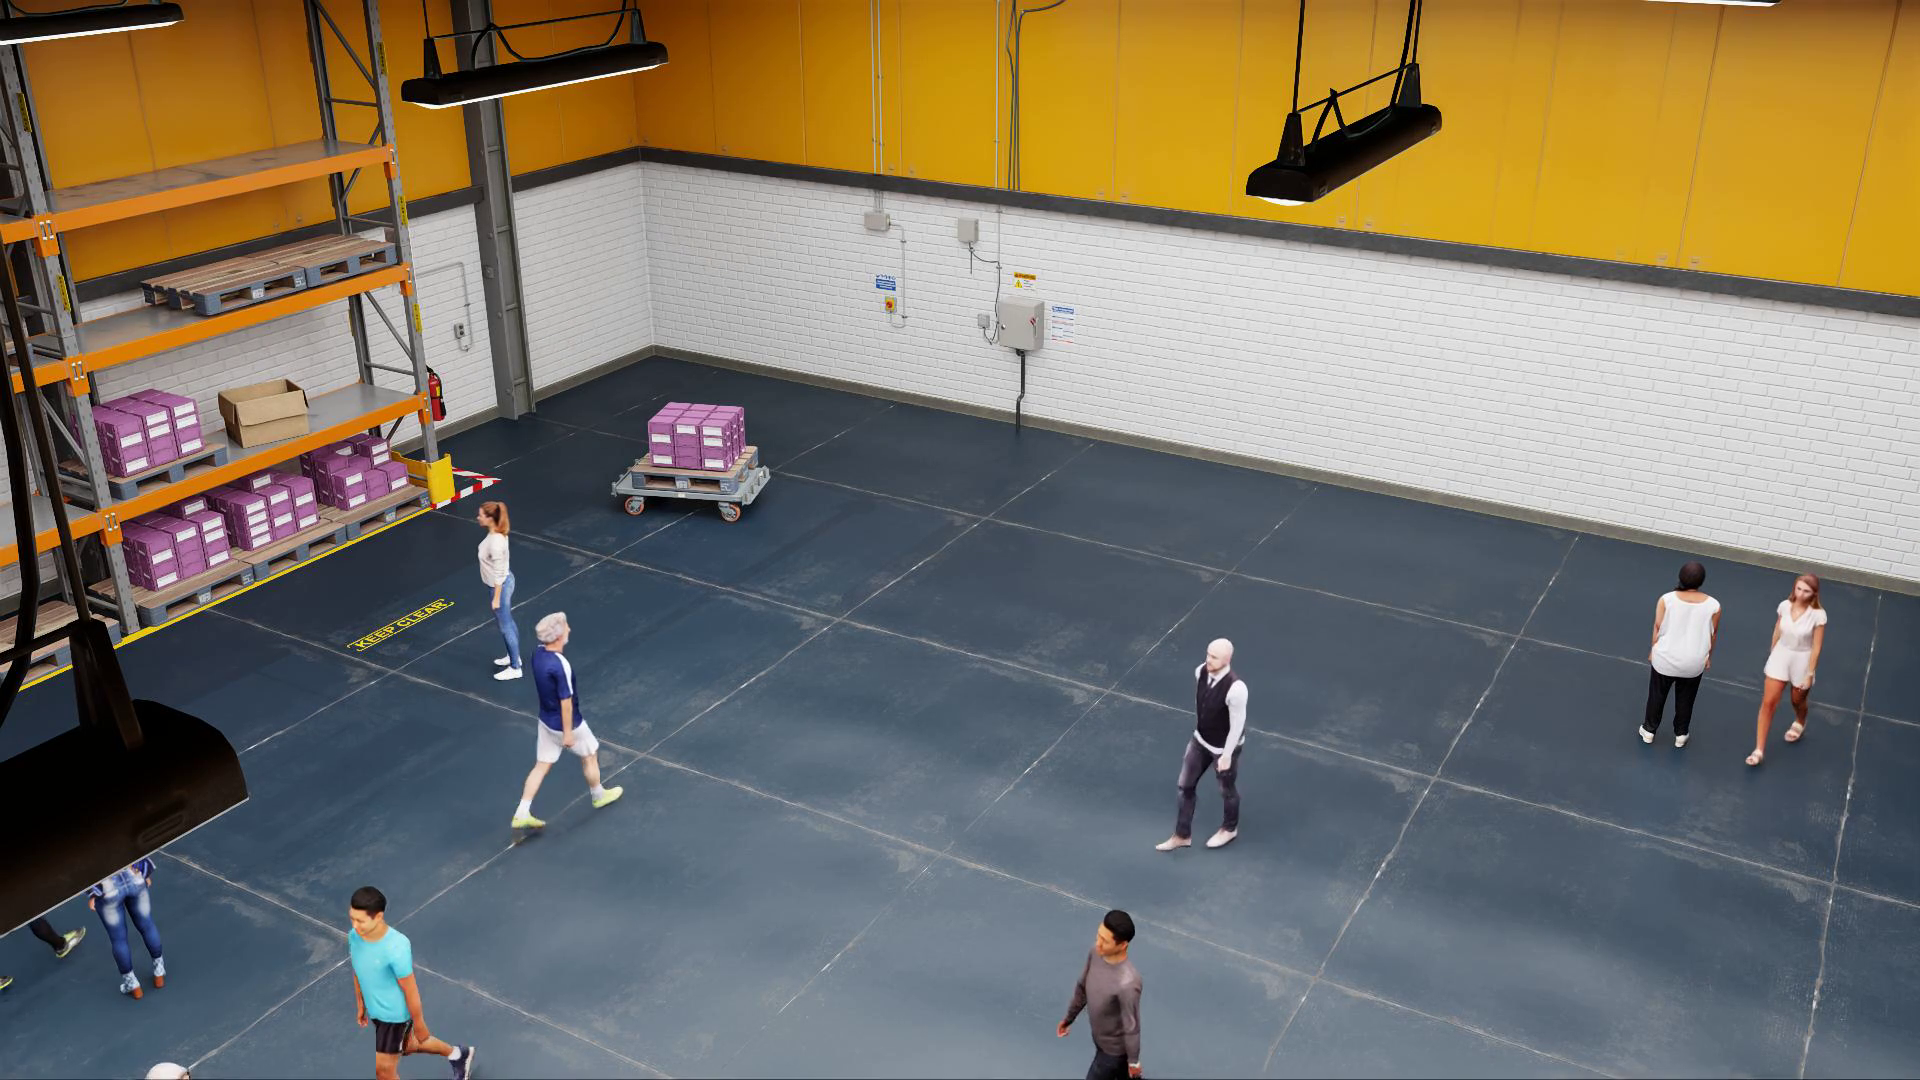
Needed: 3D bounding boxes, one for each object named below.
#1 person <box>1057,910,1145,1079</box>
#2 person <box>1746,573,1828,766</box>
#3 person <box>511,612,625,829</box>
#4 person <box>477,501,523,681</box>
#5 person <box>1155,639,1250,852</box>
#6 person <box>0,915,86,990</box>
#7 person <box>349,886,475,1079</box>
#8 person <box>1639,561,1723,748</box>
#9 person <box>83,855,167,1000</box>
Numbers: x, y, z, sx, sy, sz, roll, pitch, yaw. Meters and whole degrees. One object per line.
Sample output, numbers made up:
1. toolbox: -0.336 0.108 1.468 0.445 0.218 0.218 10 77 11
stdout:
1. person: 0.964 2.880 9.630 1.183 1.722 1.131 18 29 35
2. person: 6.998 1.045 13.902 1.173 1.662 0.785 -22 32 -40
3. person: -3.166 1.433 12.845 0.830 1.798 1.260 21 31 39
4. person: -4.195 0.444 15.205 0.745 1.719 0.673 -5 24 -11
5. person: 2.016 1.542 12.594 1.076 1.798 0.943 -16 28 -32
6. person: -6.483 2.365 11.069 0.607 1.511 1.007 10 26 22
7. person: -3.304 2.753 9.891 0.735 1.745 1.128 16 28 32
8. person: 6.090 0.950 14.088 0.702 1.688 0.663 8 25 17
9. person: -5.582 2.317 11.052 0.576 1.614 0.722 -21 31 -40
